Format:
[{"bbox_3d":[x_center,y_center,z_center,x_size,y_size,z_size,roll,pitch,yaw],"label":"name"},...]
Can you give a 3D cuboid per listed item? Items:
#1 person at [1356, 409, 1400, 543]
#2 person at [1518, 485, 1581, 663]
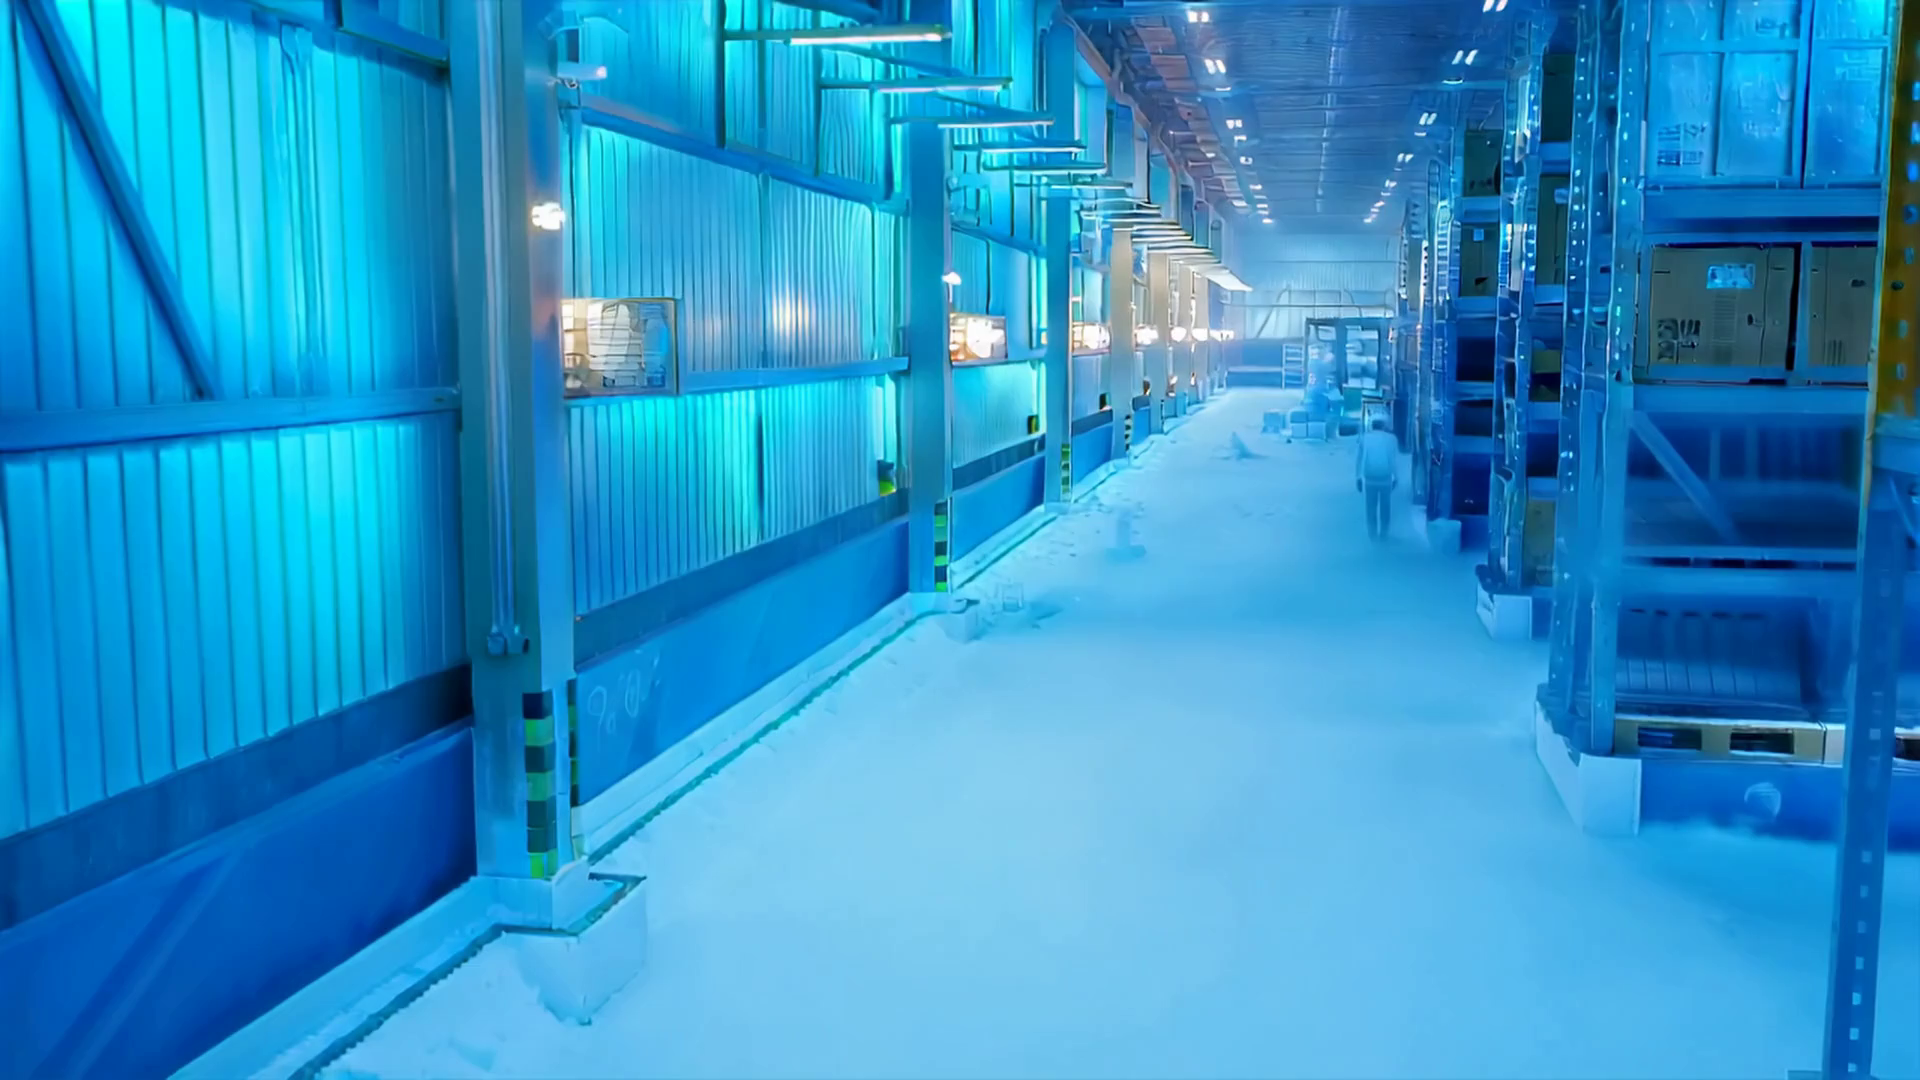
[{"bbox_3d":[6.185,-0.952,24.629,0.639,1.966,0.738,2,7,14],"label":"person"},{"bbox_3d":[5.709,0.333,15.407,0.900,1.699,0.585,5,8,33],"label":"person"}]
